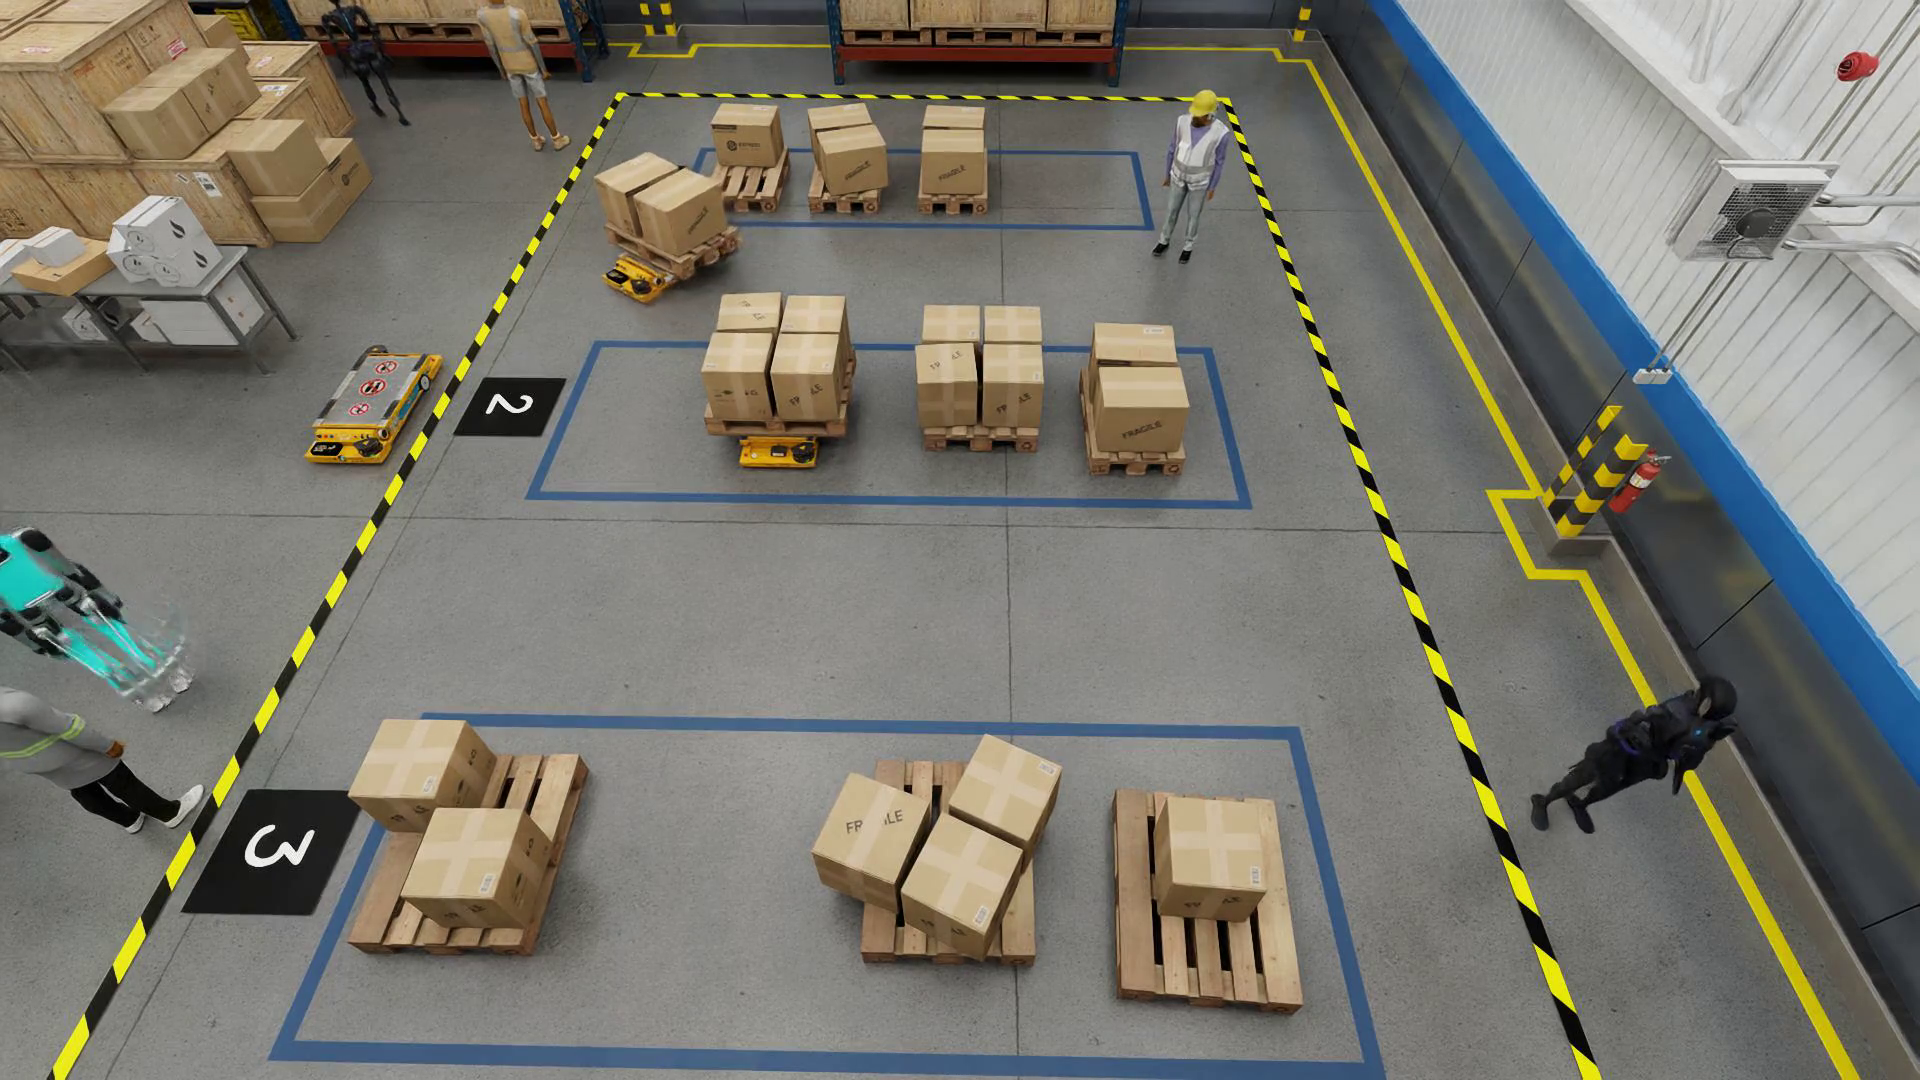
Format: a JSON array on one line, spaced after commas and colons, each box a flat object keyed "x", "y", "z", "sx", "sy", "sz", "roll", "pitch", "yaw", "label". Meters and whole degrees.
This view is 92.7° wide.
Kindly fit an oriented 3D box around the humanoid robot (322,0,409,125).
[{"x": -7.630, "y": -6.183, "z": 11.708, "sx": 0.608, "sy": 1.621, "sz": 0.793, "roll": -35, "pitch": 58, "yaw": -26, "label": "humanoid robot"}]

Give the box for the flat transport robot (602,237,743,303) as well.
[{"x": -3.126, "y": -3.108, "z": 9.979, "sx": 0.652, "sy": 0.197, "sz": 1.431, "roll": 30, "pitch": 56, "yaw": 23, "label": "flat transport robot"}]

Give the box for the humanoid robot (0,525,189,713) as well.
[{"x": -5.565, "y": 0.598, "z": 5.811, "sx": 0.735, "sy": 1.677, "sz": 0.533, "roll": 31, "pitch": 56, "yaw": 23, "label": "humanoid robot"}]

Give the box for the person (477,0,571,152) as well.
[{"x": -5.291, "y": -5.728, "z": 11.052, "sx": 0.604, "sy": 2.046, "sz": 0.373, "roll": 1, "pitch": 50, "yaw": 1, "label": "person"}]

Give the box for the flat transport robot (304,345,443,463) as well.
[{"x": -5.383, "y": -1.269, "z": 8.441, "sx": 0.659, "sy": 0.231, "sz": 1.431, "roll": 1, "pitch": 50, "yaw": 1, "label": "flat transport robot"}]

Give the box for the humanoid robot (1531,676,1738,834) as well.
[{"x": 3.954, "y": 1.282, "z": 5.349, "sx": 0.599, "sy": 1.657, "sz": 0.315, "roll": 6, "pitch": 50, "yaw": 5, "label": "humanoid robot"}]

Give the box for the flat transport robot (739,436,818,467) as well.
[{"x": -1.582, "y": -1.235, "z": 8.394, "sx": 0.652, "sy": 0.197, "sz": 1.431, "roll": 1, "pitch": 50, "yaw": 1, "label": "flat transport robot"}]

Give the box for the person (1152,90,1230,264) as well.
[{"x": 2.399, "y": -3.757, "z": 9.527, "sx": 0.590, "sy": 1.822, "sz": 0.404, "roll": 25, "pitch": 54, "yaw": 20, "label": "person"}]

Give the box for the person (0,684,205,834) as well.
[{"x": -5.231, "y": 1.196, "z": 5.318, "sx": 0.588, "sy": 1.852, "sz": 0.371, "roll": -4, "pitch": 50, "yaw": -4, "label": "person"}]
